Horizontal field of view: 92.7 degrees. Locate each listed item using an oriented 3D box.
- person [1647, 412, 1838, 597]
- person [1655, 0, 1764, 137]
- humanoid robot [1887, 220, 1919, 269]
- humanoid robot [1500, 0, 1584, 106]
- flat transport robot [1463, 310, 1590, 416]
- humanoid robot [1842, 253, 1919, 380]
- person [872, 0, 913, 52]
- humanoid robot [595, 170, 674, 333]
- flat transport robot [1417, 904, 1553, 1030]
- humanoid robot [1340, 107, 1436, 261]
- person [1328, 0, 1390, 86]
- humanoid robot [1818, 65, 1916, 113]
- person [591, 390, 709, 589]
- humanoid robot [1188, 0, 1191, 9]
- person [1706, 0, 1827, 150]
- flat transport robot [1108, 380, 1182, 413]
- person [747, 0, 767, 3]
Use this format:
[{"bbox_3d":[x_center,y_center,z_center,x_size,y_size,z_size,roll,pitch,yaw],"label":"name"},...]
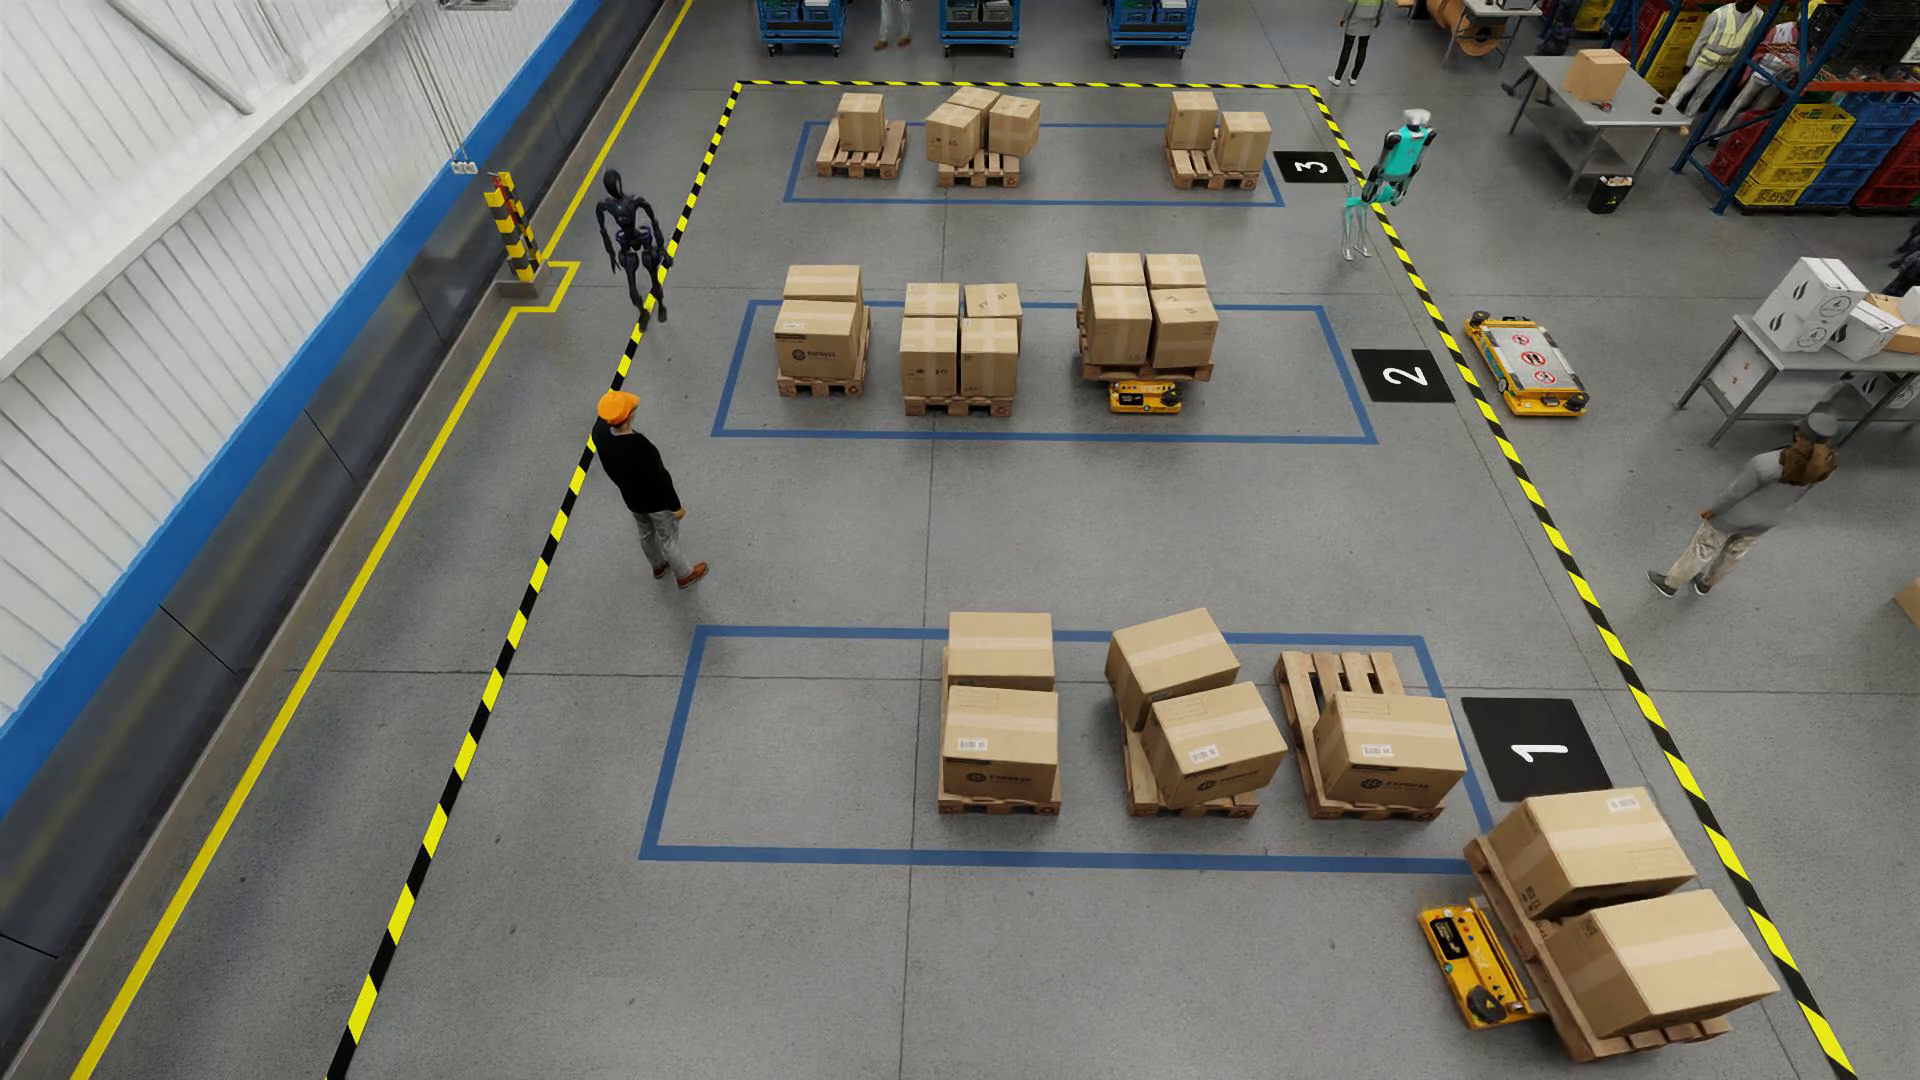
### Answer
[{"bbox_3d":[5.768,-0.211,6.726,0.568,1.761,0.408,0,49,0],"label":"person"},{"bbox_3d":[9.706,-6.164,11.837,0.617,1.836,0.431,5,49,4],"label":"person"},{"bbox_3d":[10.754,-3.723,9.829,0.612,1.641,0.593,-15,51,-13],"label":"humanoid robot"},{"bbox_3d":[8.145,-6.887,12.584,0.608,1.623,0.756,-29,55,-22],"label":"humanoid robot"},{"bbox_3d":[5.573,-1.757,9.054,0.659,0.231,1.431,1,49,1],"label":"flat transport robot"},{"bbox_3d":[8.538,-2.076,8.397,0.471,1.642,0.595,23,53,18],"label":"humanoid robot"},{"bbox_3d":[-1.004,-8.290,13.636,0.654,1.891,0.870,26,54,20],"label":"person"},{"bbox_3d":[-3.181,-2.836,9.059,0.615,1.648,0.515,-7,50,-6],"label":"humanoid robot"},{"bbox_3d":[3.565,2.405,5.433,1.431,0.197,0.652,-7,50,-6],"label":"flat transport robot"},{"bbox_3d":[4.462,-3.850,9.807,0.533,1.675,0.735,-11,50,-9],"label":"humanoid robot"},{"bbox_3d":[5.655,-7.364,12.859,0.596,1.852,0.359,-1,49,-1],"label":"person"},{"bbox_3d":[11.051,-5.502,11.333,0.849,1.770,0.545,-8,50,-7],"label":"humanoid robot"},{"bbox_3d":[-2.294,-0.343,6.762,0.589,1.883,0.366,22,53,18],"label":"person"},{"bbox_3d":[3.618,-9.344,14.699,0.601,1.646,0.589,21,52,17],"label":"humanoid robot"},{"bbox_3d":[10.187,-5.806,11.523,0.593,1.831,0.403,17,51,14],"label":"person"},{"bbox_3d":[1.773,-1.807,9.079,0.652,0.197,1.431,1,49,1],"label":"flat transport robot"},{"bbox_3d":[-3.453,-9.890,14.981,0.602,1.957,0.377,9,50,7],"label":"person"}]
